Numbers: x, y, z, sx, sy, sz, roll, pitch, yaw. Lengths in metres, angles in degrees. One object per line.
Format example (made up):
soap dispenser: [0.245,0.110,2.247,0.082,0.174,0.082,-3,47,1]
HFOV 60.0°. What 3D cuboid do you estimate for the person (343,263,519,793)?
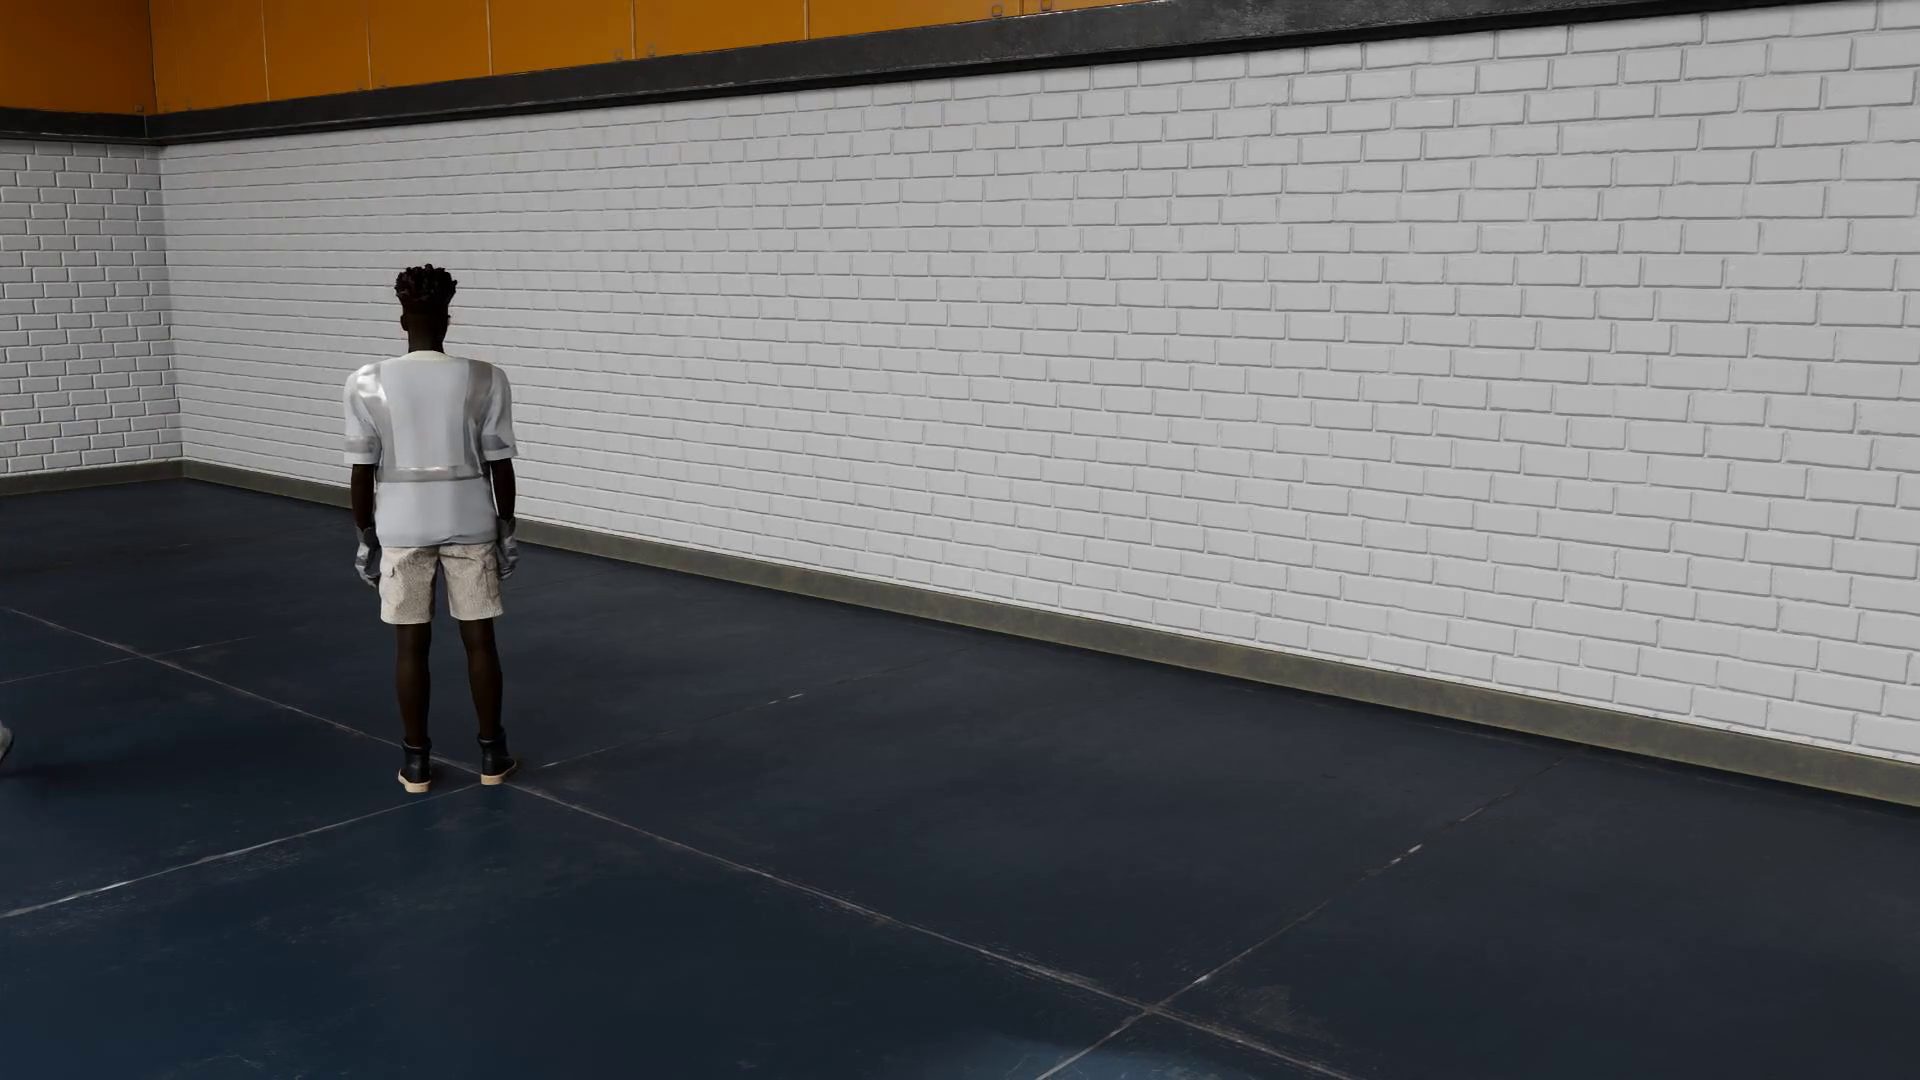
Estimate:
person: [-1.951,-0.036,6.199,0.609,1.965,0.369,-3,10,-15]

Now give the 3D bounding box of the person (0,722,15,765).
person: [-3.845,0.182,5.980,0.523,1.611,0.800,3,10,16]
